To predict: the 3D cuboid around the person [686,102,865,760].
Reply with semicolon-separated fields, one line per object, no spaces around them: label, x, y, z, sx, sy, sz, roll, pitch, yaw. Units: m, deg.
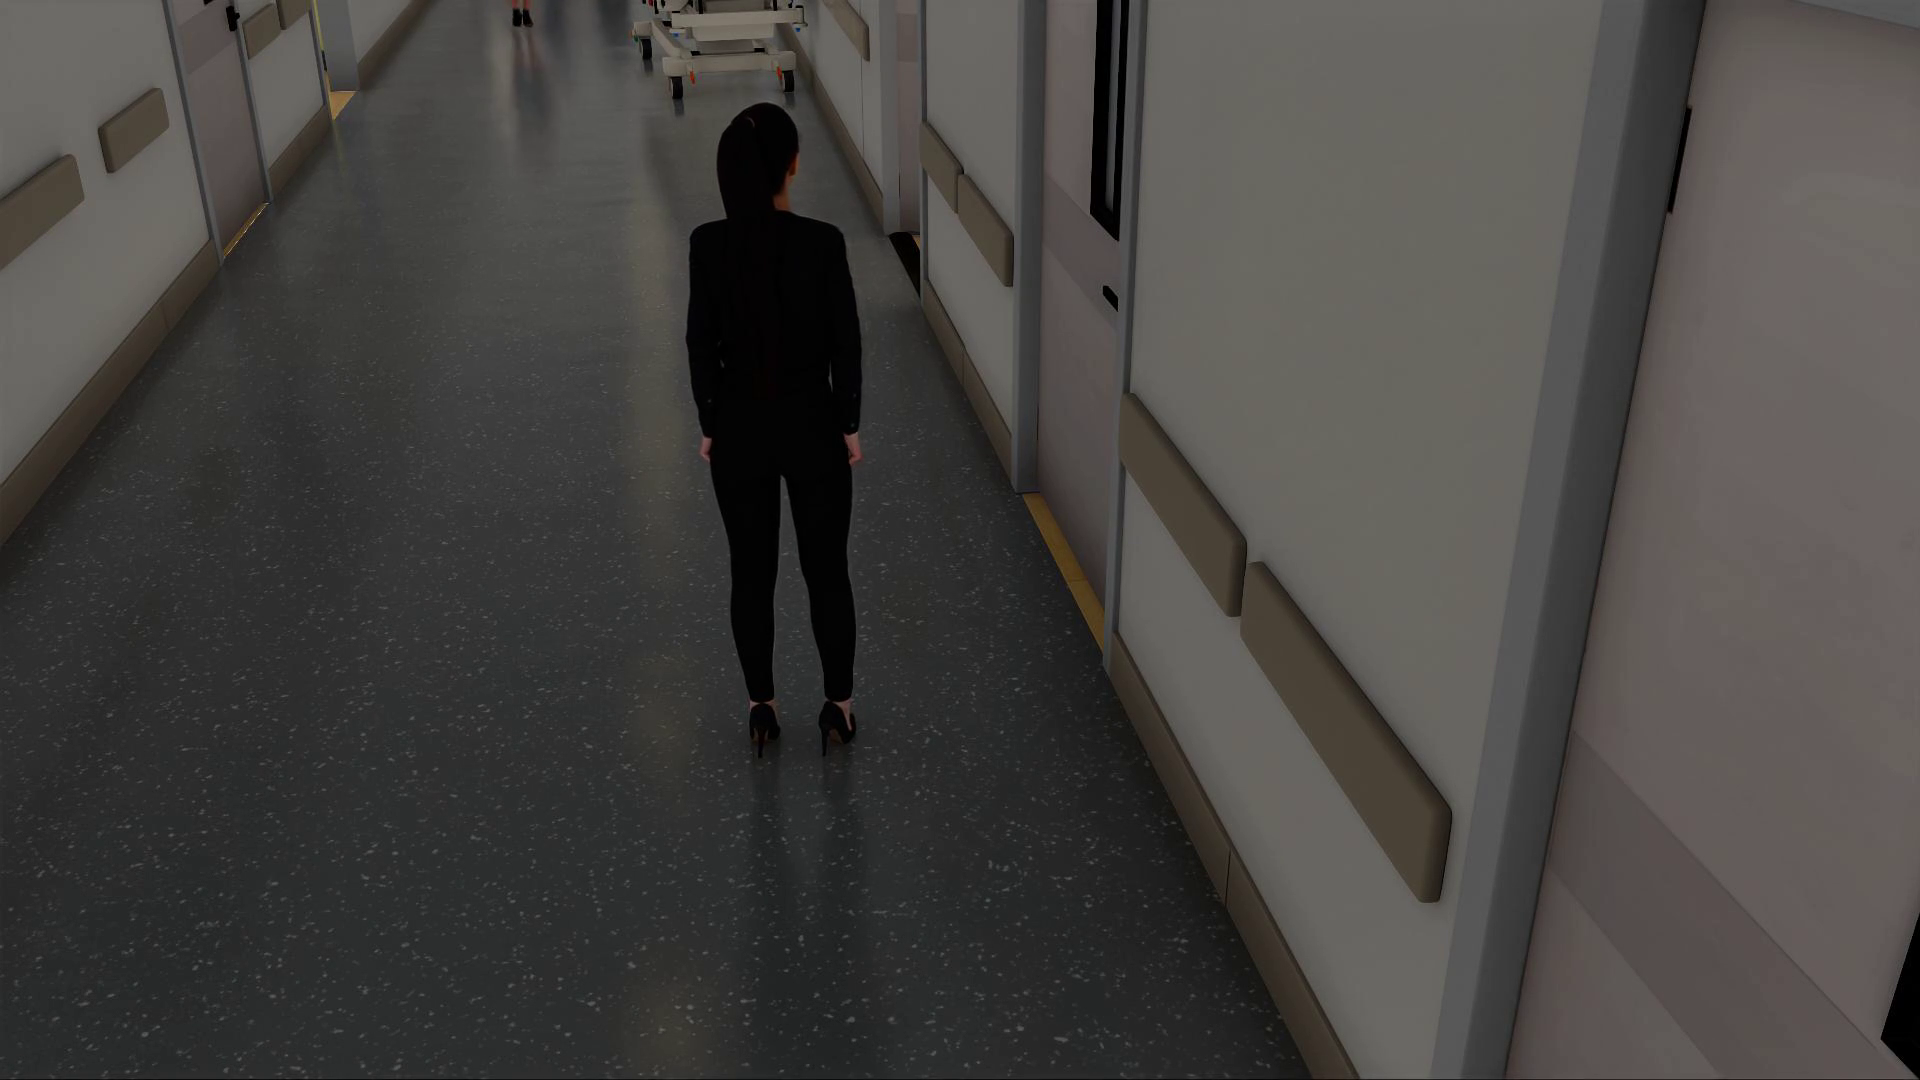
person;-0.448;-0.233;4.169;0.504;1.711;0.678;2;26;5
